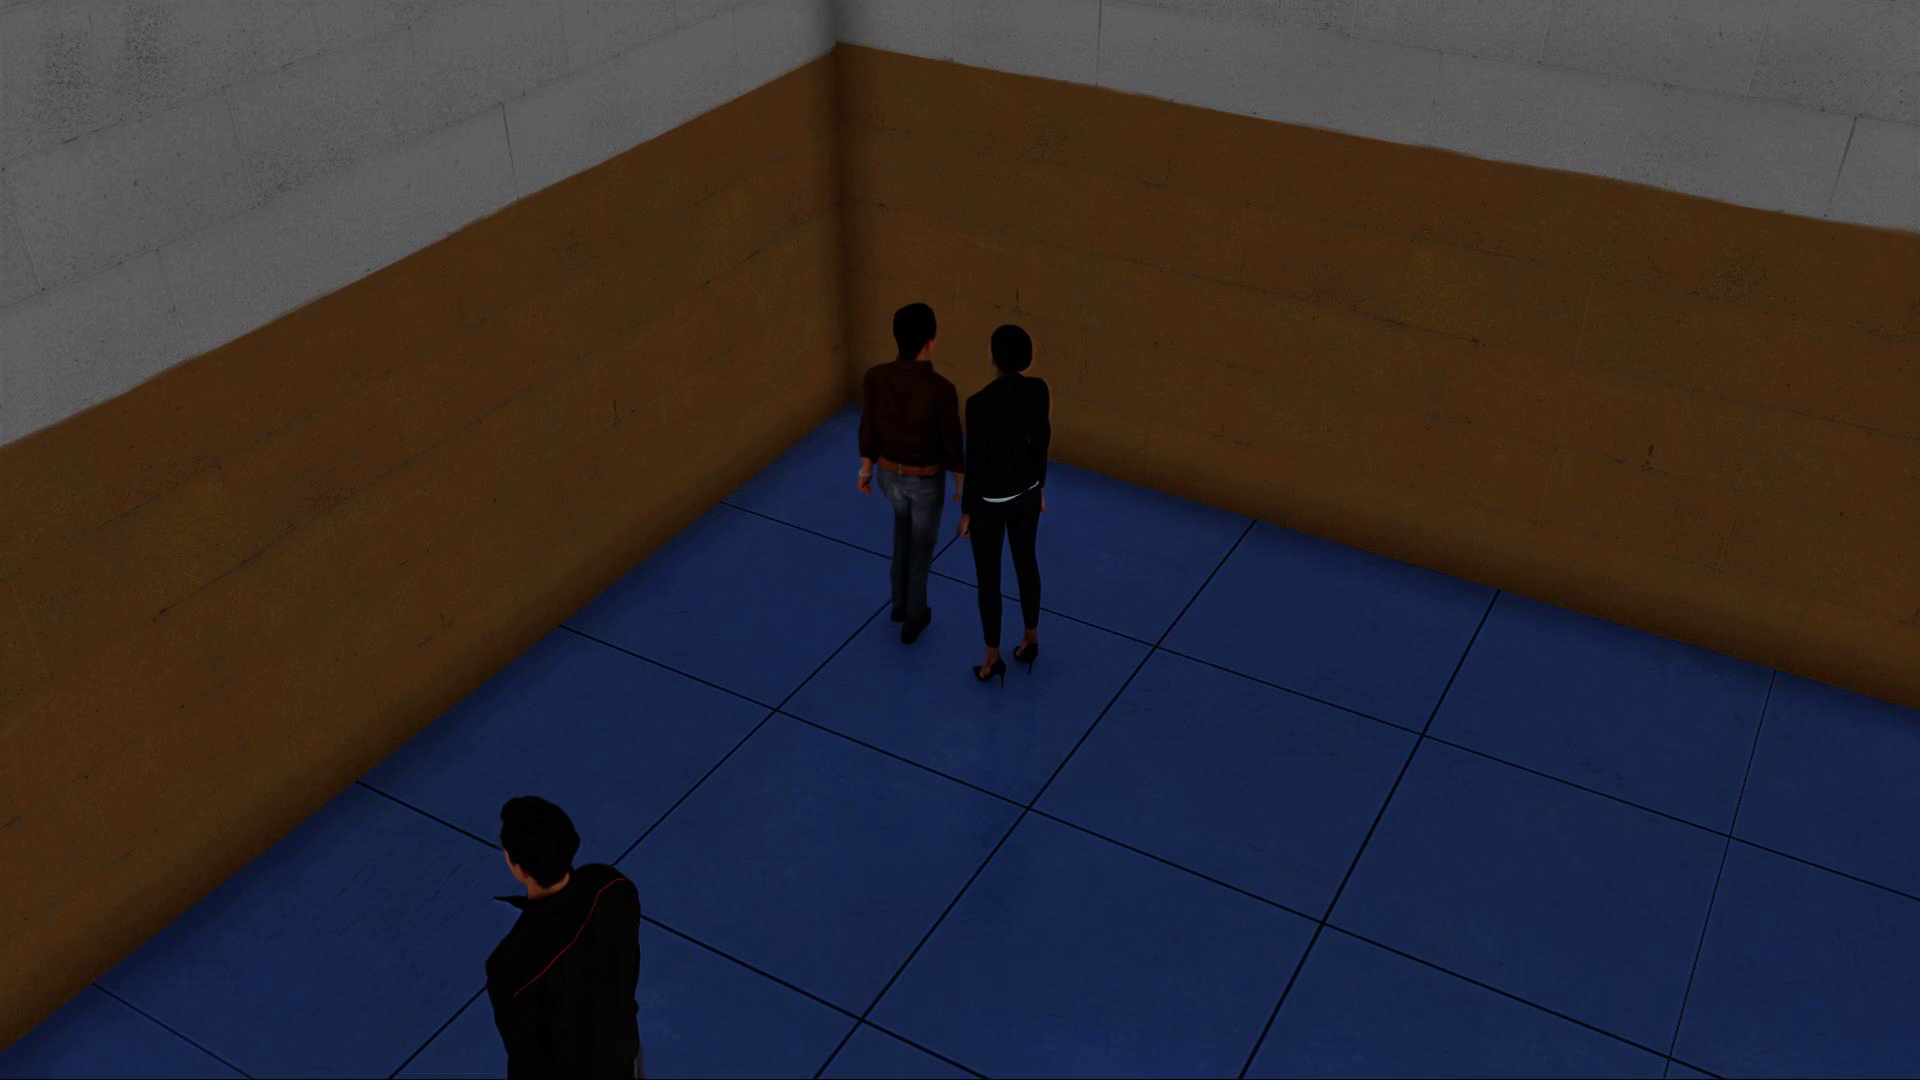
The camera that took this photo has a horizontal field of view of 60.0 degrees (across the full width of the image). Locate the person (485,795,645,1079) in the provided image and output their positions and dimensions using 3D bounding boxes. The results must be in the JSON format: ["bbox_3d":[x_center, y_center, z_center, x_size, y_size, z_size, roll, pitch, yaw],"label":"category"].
[{"bbox_3d":[-1.120,1.518,4.917,0.770,1.946,0.535,16,37,22],"label":"person"}]

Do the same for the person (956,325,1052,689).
[{"bbox_3d":[0.202,-0.141,7.511,0.627,1.834,0.751,-19,38,-26],"label":"person"}]

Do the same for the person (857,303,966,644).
[{"bbox_3d":[-0.253,-0.234,7.718,0.710,1.759,0.640,12,35,17],"label":"person"}]
